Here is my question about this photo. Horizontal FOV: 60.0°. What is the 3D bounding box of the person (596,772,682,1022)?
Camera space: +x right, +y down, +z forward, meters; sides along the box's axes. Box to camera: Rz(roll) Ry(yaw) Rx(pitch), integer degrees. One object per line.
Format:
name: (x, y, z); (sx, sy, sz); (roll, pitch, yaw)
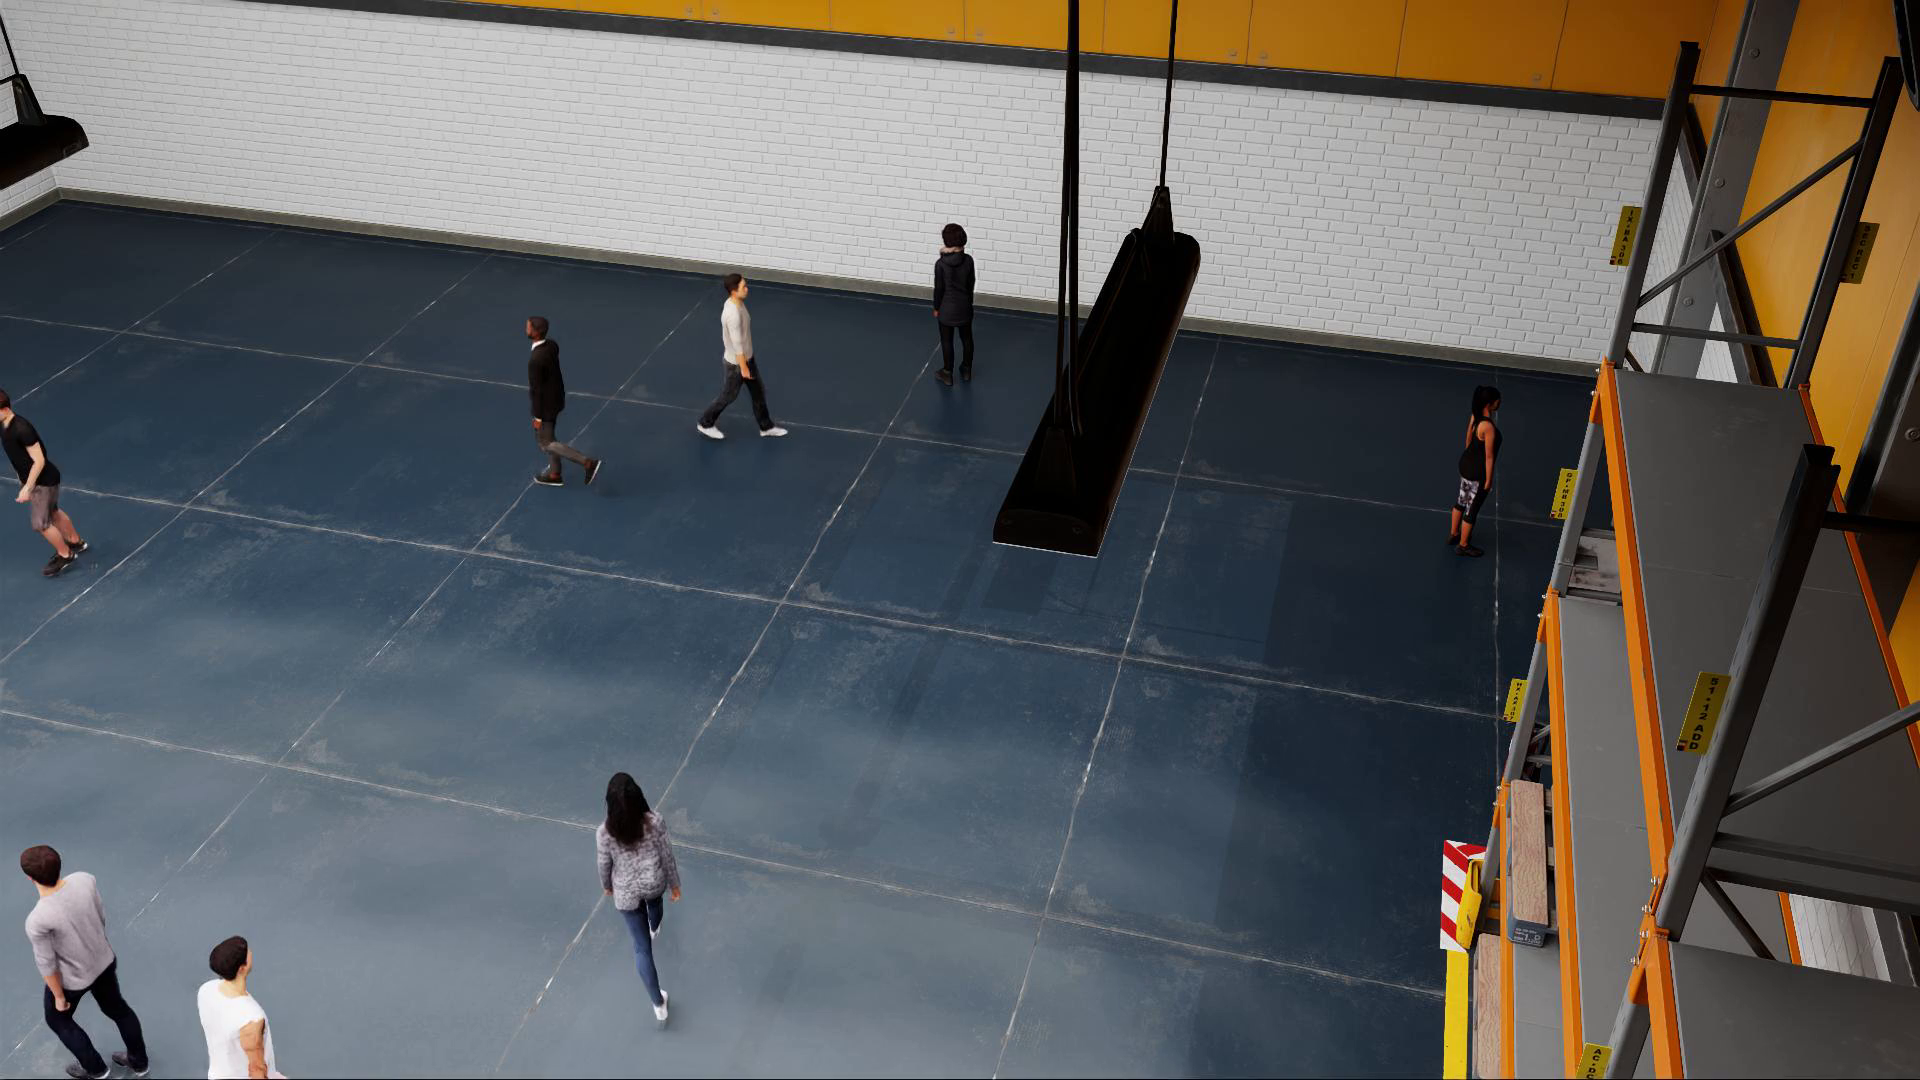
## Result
person: (-1.988, 2.246, 10.362); (1.086, 1.674, 1.275); (-10, 35, -15)

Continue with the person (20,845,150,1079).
person: (-5.096, 2.539, 9.776); (0.766, 1.833, 0.652); (12, 35, 17)

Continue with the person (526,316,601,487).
person: (-3.763, -1.242, 15.507); (0.805, 1.786, 0.919); (4, 34, 7)

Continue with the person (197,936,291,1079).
person: (-4.001, 3.034, 9.139); (0.819, 1.714, 1.209); (20, 38, 27)

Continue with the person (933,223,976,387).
person: (-0.049, -2.449, 17.328); (0.731, 1.781, 0.772); (-13, 36, -18)

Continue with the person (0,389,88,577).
person: (-7.923, -0.529, 14.400); (0.841, 1.825, 0.906); (28, 43, 36)

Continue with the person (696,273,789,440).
person: (-2.273, -1.759, 16.296); (0.916, 1.775, 1.147); (1, 34, 2)

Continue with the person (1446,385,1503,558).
person: (4.562, -0.630, 14.700); (0.707, 1.661, 0.580); (-5, 34, -8)
